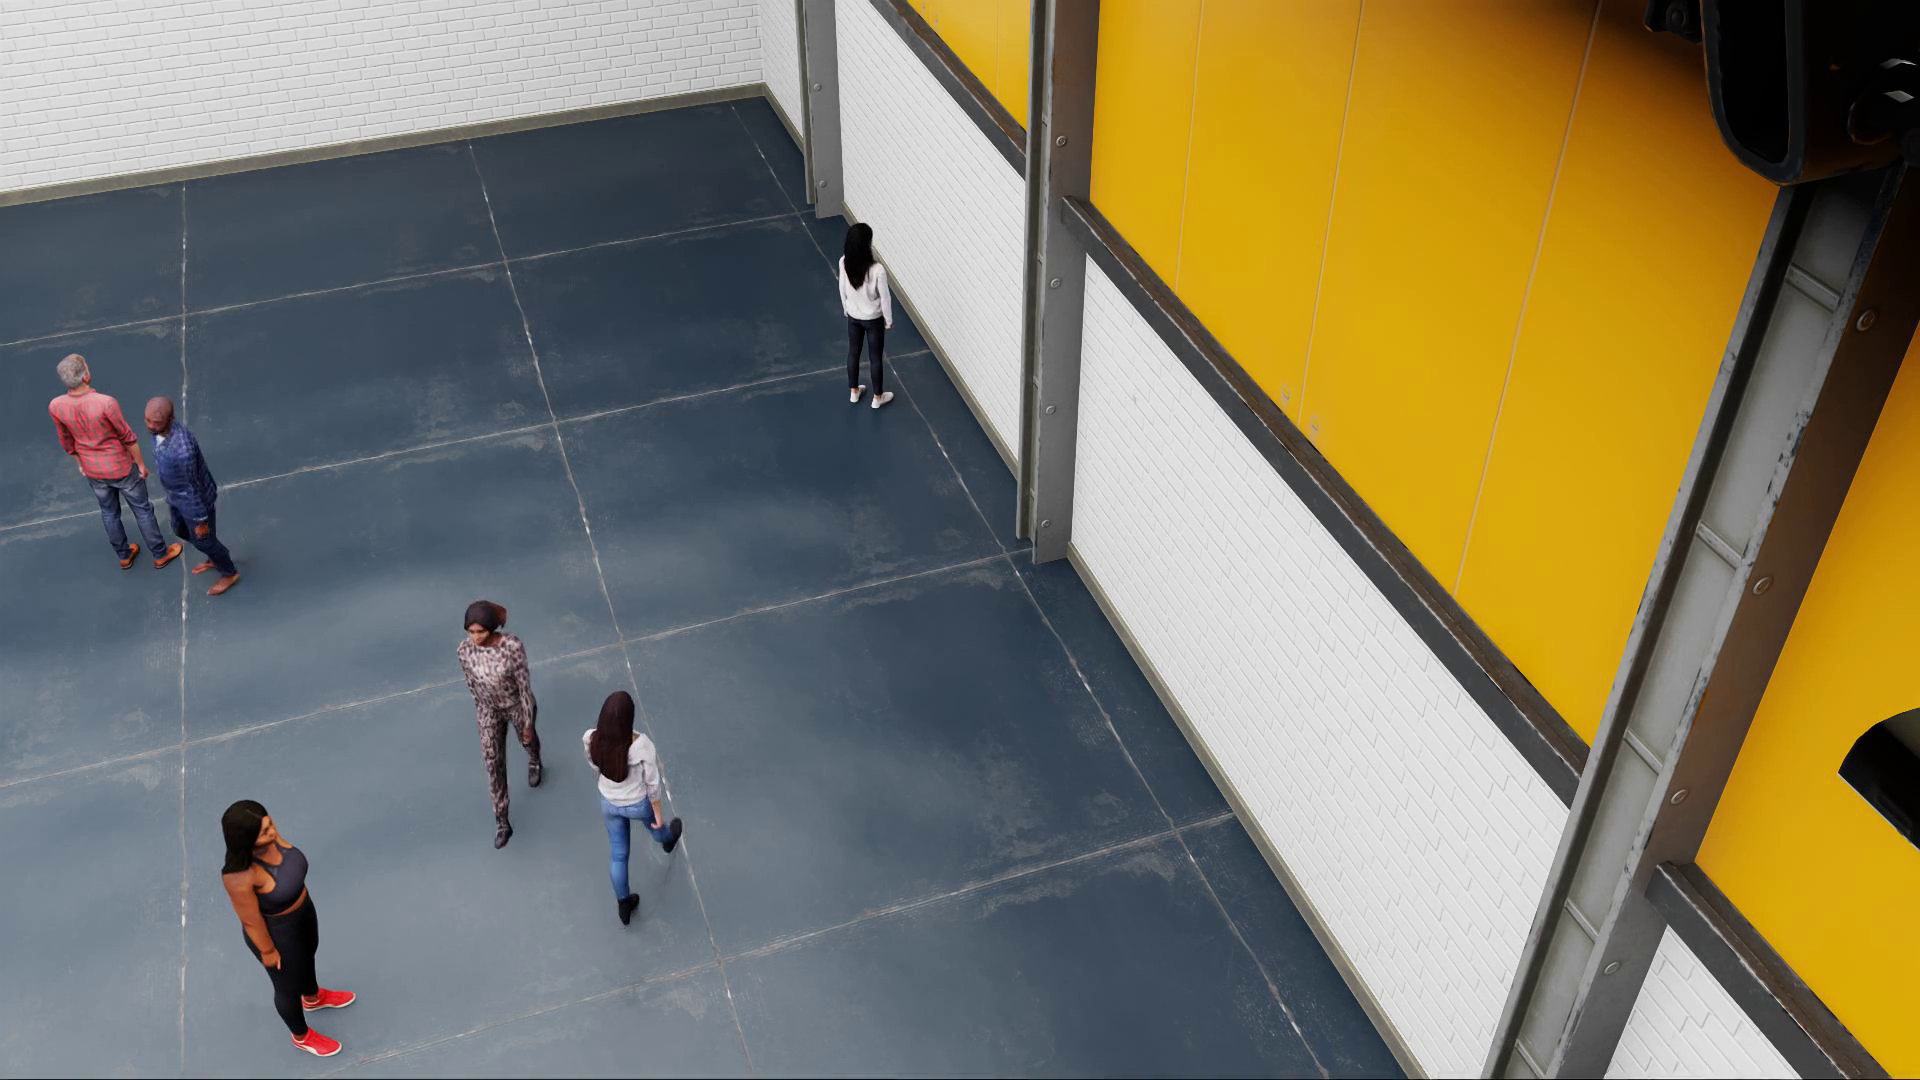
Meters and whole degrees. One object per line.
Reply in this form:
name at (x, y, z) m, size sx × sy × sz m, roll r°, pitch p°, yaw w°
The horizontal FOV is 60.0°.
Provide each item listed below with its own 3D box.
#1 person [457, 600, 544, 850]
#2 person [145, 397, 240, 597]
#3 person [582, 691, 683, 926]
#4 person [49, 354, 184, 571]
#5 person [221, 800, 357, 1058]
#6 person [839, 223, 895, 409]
person at (-2.815, 1.009, 10.442) m, size 0.800 × 1.669 × 1.162 m, roll -1°, pitch 39°, yaw -2°
person at (-5.566, -0.346, 12.053) m, size 0.917 × 1.776 × 0.742 m, roll -24°, pitch 44°, yaw -27°
person at (-1.973, 1.612, 9.749) m, size 0.918 × 1.591 × 1.103 m, roll 5°, pitch 39°, yaw 6°
person at (-6.283, -0.563, 12.281) m, size 0.750 × 1.831 × 0.685 m, roll 0°, pitch 39°, yaw 0°
person at (-3.678, 2.060, 9.008) m, size 0.805 × 1.815 × 0.675 m, roll 0°, pitch 39°, yaw -1°
person at (-0.809, -1.903, 14.062) m, size 0.689 × 1.701 × 0.757 m, roll 18°, pitch 42°, yaw 21°
